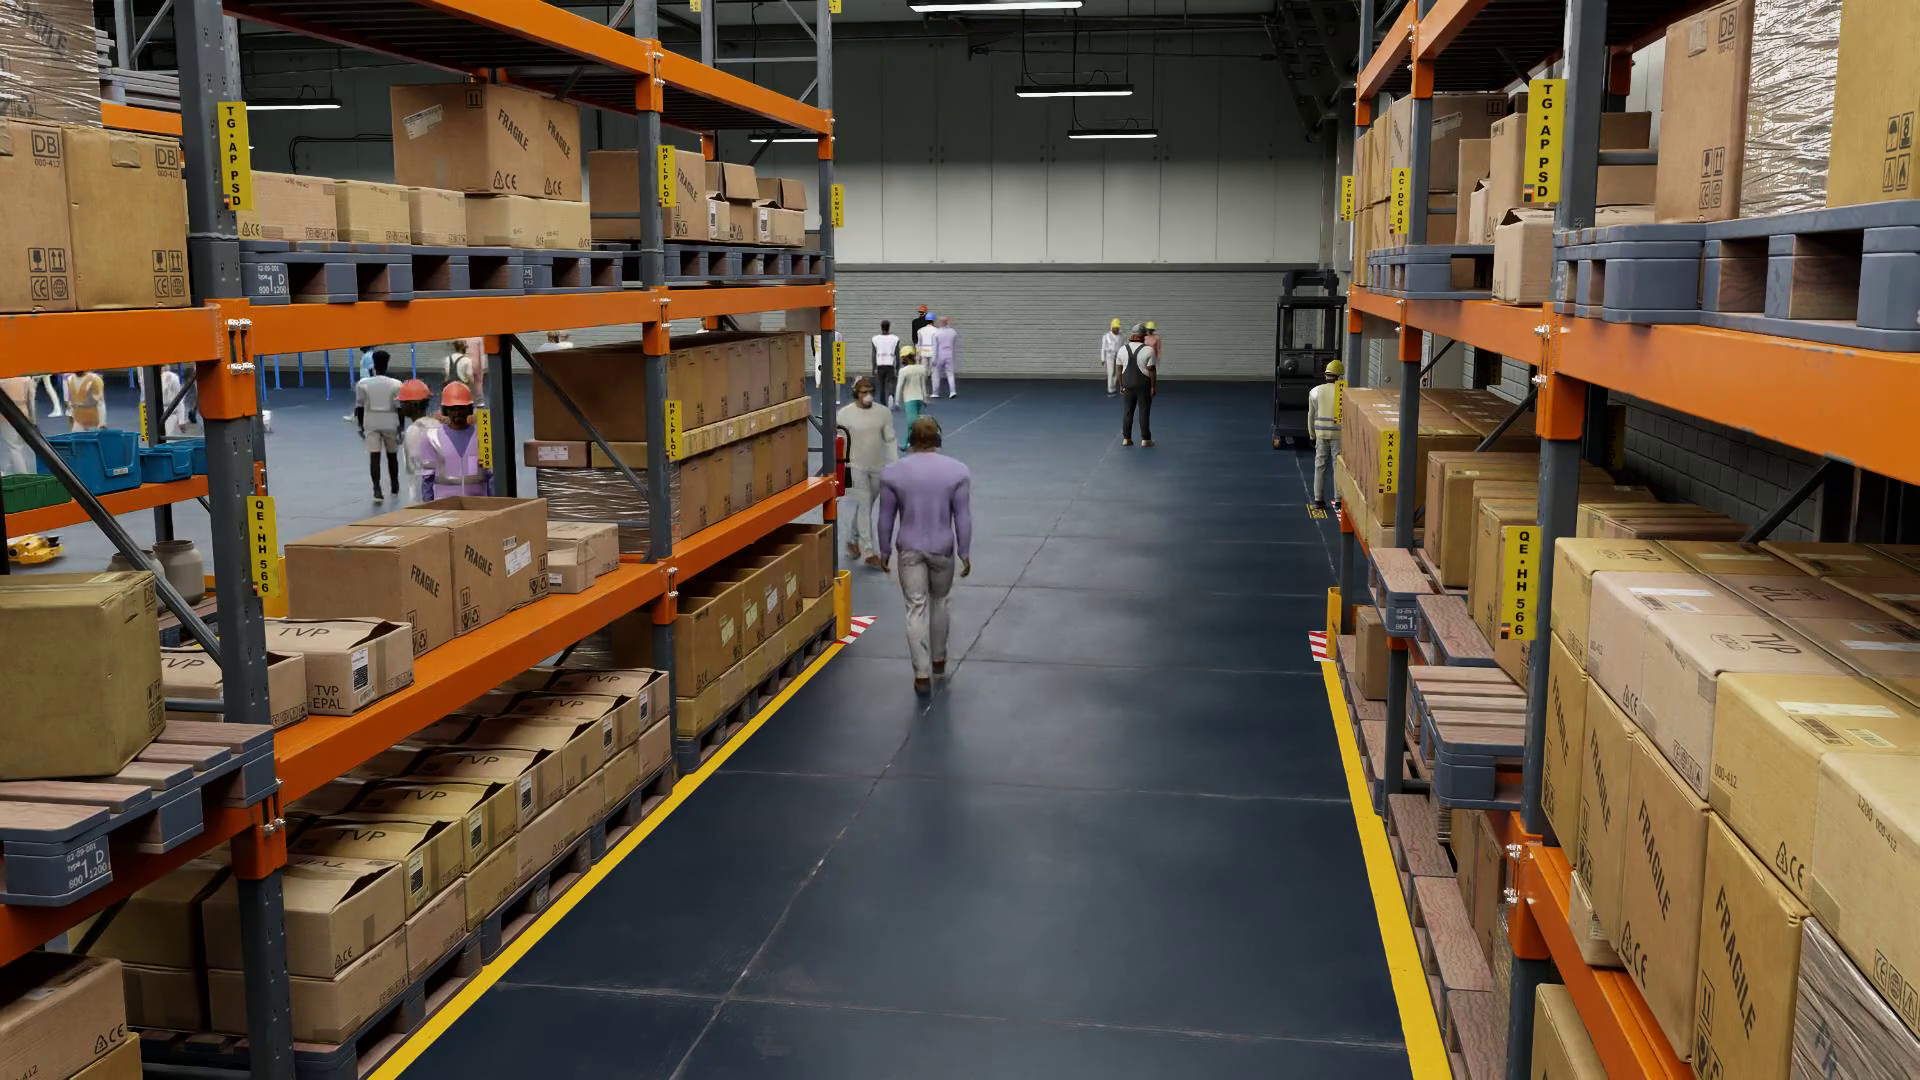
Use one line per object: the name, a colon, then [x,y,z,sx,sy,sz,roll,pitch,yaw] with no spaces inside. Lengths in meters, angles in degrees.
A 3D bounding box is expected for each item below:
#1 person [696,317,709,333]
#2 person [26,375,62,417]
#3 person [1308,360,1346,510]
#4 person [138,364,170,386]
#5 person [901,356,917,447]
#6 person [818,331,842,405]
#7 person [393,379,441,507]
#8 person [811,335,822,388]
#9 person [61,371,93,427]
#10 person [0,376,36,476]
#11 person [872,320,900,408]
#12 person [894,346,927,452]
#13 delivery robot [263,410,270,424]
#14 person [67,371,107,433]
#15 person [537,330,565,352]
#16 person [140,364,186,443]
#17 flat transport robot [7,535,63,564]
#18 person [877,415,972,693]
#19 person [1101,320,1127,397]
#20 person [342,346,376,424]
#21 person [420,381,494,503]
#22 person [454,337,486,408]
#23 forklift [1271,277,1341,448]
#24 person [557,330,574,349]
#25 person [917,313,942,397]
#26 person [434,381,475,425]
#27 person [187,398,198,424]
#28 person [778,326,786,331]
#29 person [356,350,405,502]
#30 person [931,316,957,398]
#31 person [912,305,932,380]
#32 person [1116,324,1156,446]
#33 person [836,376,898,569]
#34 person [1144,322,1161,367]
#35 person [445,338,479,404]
person: [-5.878,-4.232,38.500,0.534,1.854,0.372,2,9,13]
person: [-18.447,-3.365,33.263,0.983,1.815,0.557,2,9,10]
person: [4.579,-1.294,20.436,0.599,1.830,0.404,6,11,34]
person: [-14.933,-3.015,30.807,0.551,1.923,0.571,-3,10,-20]
person: [-0.803,-2.342,27.610,0.376,1.594,0.576,1,9,4]
person: [-2.828,-3.879,36.117,0.584,1.918,0.381,-7,11,-37]
person: [-4.669,-0.420,14.596,1.090,1.989,0.626,1,9,5]
person: [-3.406,-4.723,41.561,0.635,1.842,0.429,4,10,24]
person: [-13.910,-2.284,26.232,0.409,1.928,0.563,4,10,25]
person: [-12.809,-1.625,22.341,0.958,1.883,0.592,5,11,29]
person: [-1.551,-3.649,34.786,0.591,1.895,0.661,-1,9,-6]
person: [-0.829,-2.197,26.329,0.895,1.712,0.538,9,13,43]
delivery robot: [-12.748,-2.198,29.787,0.477,0.478,0.707,8,12,41]
person: [-11.686,-1.641,22.410,0.554,1.892,0.954,2,9,12]
person: [-7.021,-2.704,28.808,0.636,1.938,0.358,5,10,29]
person: [-10.610,-1.578,22.060,0.582,1.866,0.457,2,10,14]
flat transport robot: [-9.916,0.106,16.740,1.431,0.197,0.652,-2,9,-11]
person: [-0.258,0.065,11.816,0.655,1.906,0.900,-1,9,-4]
person: [3.602,-4.269,38.979,0.609,1.787,0.687,-3,10,-16]
person: [-11.388,-3.056,31.861,0.881,1.643,0.539,-3,10,-17]
person: [-3.994,-0.250,13.352,0.608,2.044,0.373,-4,10,-23]
person: [-10.427,-3.732,35.380,0.657,1.877,0.905,0,9,0]
forklift: [5.847,-3.016,27.970,1.129,2.768,1.873,1,9,9]
person: [-8.630,-3.768,36.325,0.514,1.627,0.364,2,9,13]
person: [-0.689,-4.300,38.679,0.625,1.939,0.427,4,10,21]
person: [-5.761,-0.994,19.108,0.820,1.671,0.532,9,13,44]
person: [-14.282,-3.124,31.491,0.563,1.912,0.794,3,10,20]
person: [-3.441,-3.281,32.684,0.619,1.839,0.430,3,10,16]
person: [-7.365,-1.455,21.189,0.605,1.918,1.008,-3,10,-16]
person: [-0.382,-4.194,38.224,0.654,1.922,0.576,-5,10,-27]
person: [-0.997,-5.308,44.698,0.609,1.995,0.376,4,10,23]
person: [3.006,-2.592,27.935,0.689,2.000,0.538,5,11,31]
person: [-0.988,-0.712,16.696,0.635,1.898,0.998,-6,11,-34]
person: [4.422,-4.223,38.858,0.530,1.720,0.877,2,9,10]
person: [-8.165,-2.410,27.345,0.537,1.820,0.631,4,10,24]
